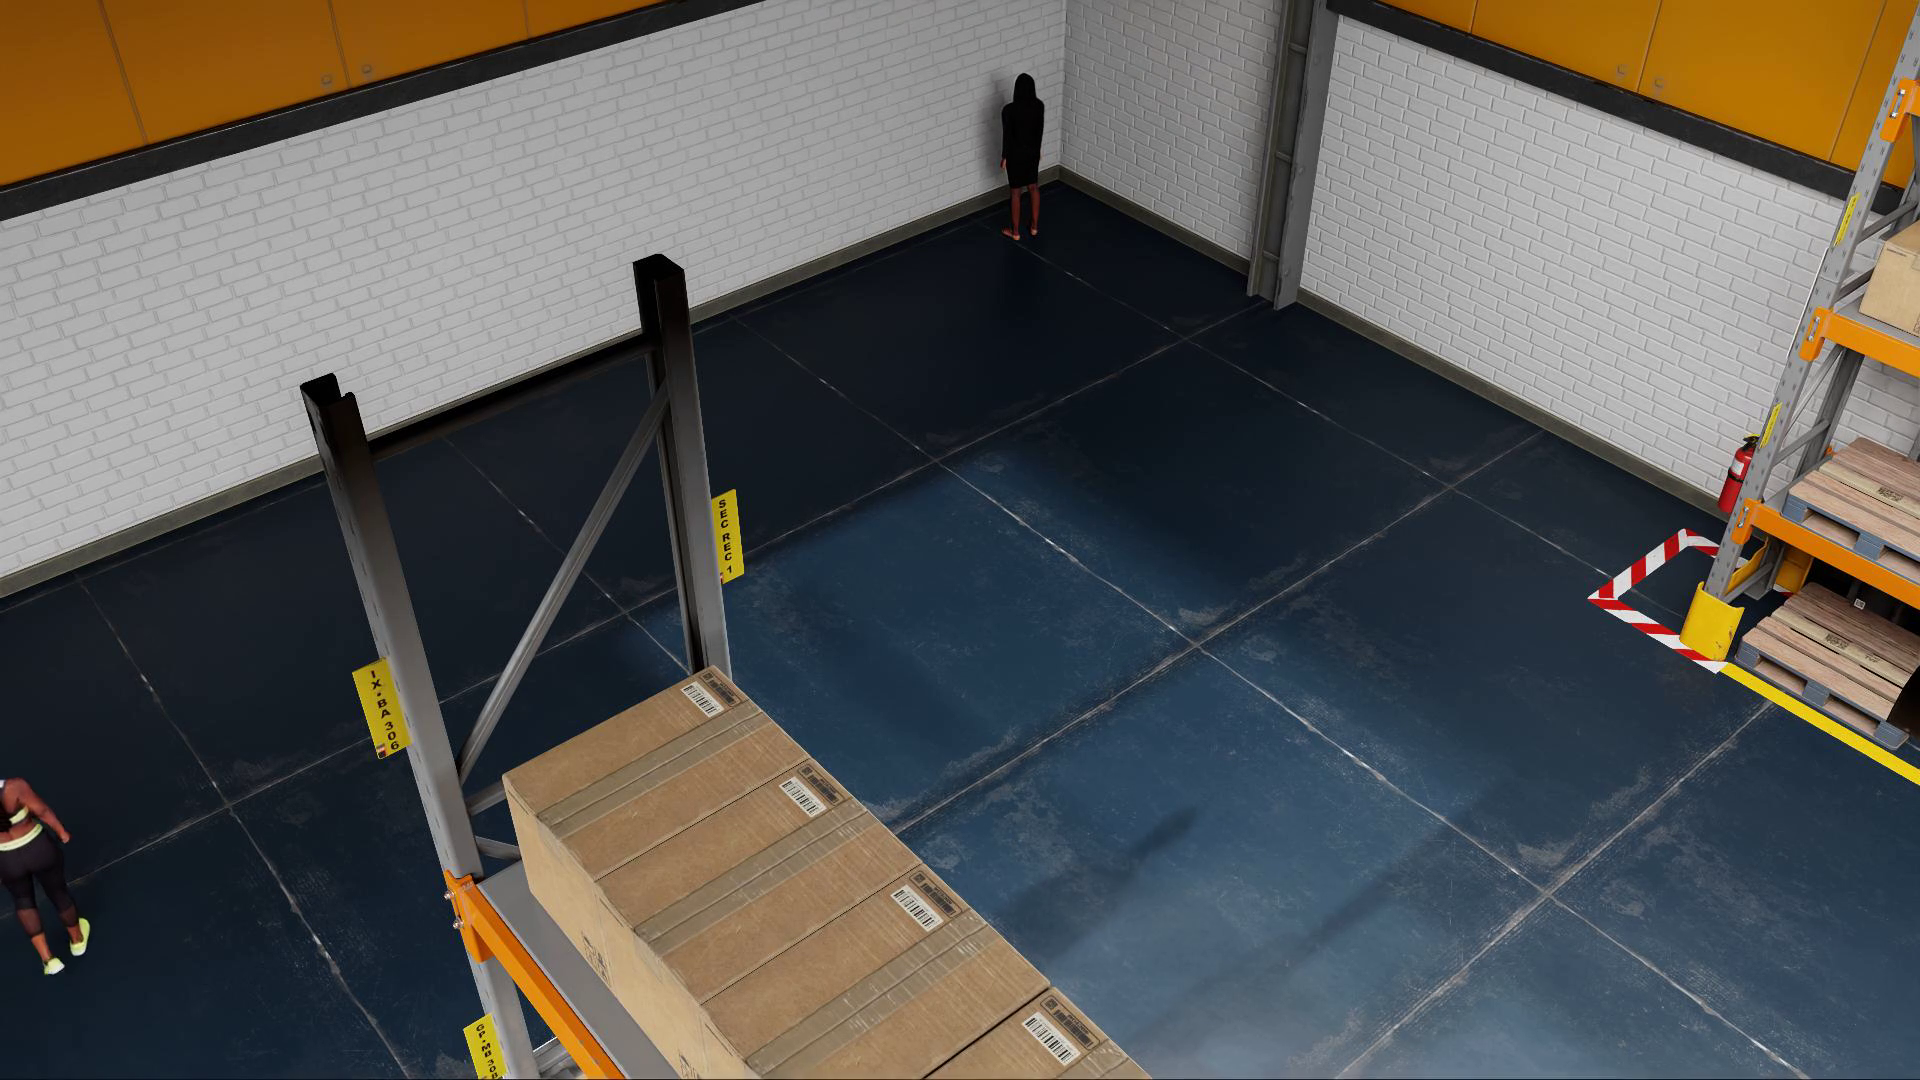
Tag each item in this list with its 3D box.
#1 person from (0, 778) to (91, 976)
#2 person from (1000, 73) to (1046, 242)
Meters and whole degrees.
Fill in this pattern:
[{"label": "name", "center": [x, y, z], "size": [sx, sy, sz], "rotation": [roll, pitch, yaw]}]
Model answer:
[{"label": "person", "center": [-5.266, 1.839, 9.382], "size": [0.706, 1.744, 0.835], "rotation": [-15, 41, -18]}, {"label": "person", "center": [0.621, -3.809, 16.475], "size": [0.658, 1.719, 0.587], "rotation": [-18, 42, -21]}]
